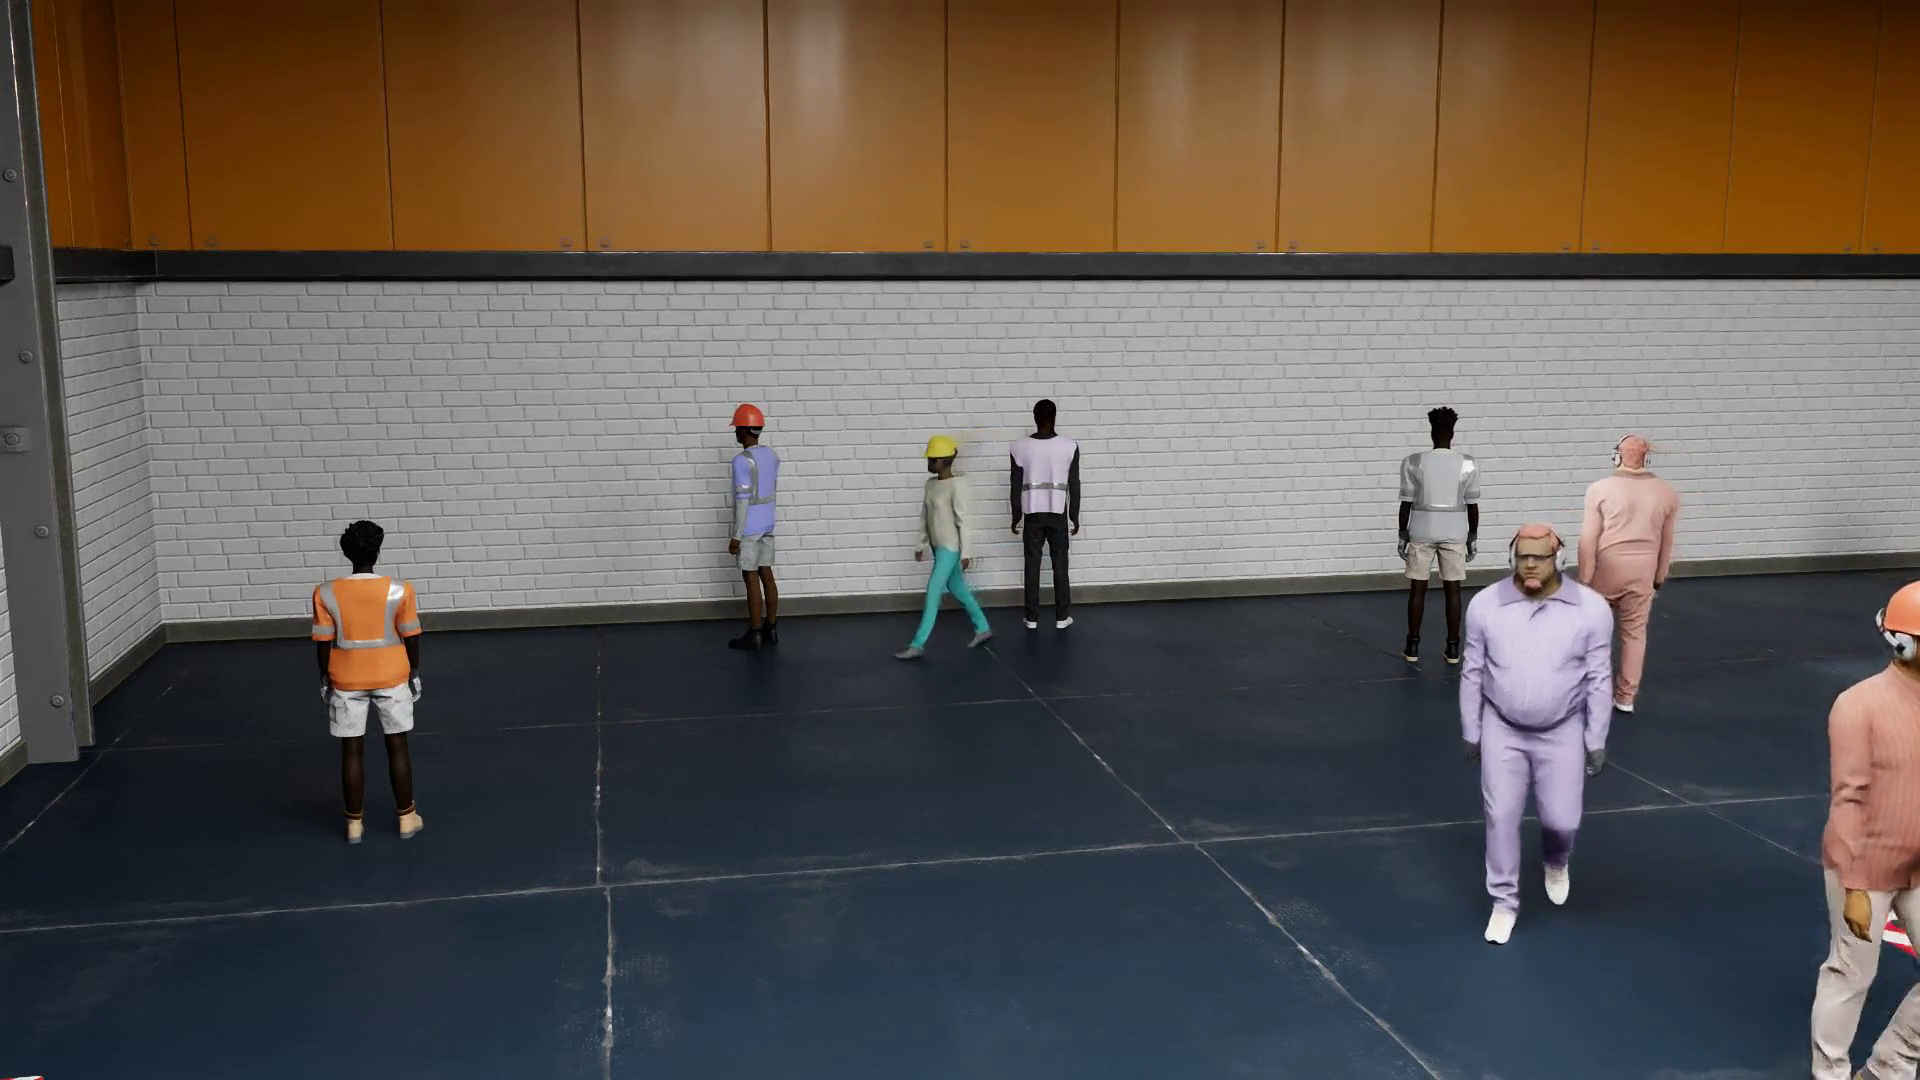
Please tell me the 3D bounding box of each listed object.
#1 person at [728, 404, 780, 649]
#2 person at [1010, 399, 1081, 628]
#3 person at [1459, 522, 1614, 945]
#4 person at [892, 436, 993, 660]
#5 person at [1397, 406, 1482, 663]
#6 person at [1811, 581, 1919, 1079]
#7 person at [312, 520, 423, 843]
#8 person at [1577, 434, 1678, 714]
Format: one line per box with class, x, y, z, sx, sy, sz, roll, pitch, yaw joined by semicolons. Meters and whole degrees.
person;-1.648;-0.105;13.124;0.361;1.939;0.543;4;10;25
person;0.709;-0.210;13.846;0.587;1.914;0.391;1;9;5
person;2.578;0.843;7.489;0.658;1.895;0.570;4;10;23
person;-0.107;0.043;12.899;0.917;1.720;0.542;-5;10;-27
person;3.634;-0.037;12.658;0.607;1.958;0.372;2;10;12
person;3.153;1.104;5.613;0.612;1.978;0.507;-3;10;-19
person;-3.089;0.740;8.712;0.539;1.695;0.318;-2;10;-14
person;4.469;0.221;11.290;0.670;1.885;0.582;-1;9;-3
